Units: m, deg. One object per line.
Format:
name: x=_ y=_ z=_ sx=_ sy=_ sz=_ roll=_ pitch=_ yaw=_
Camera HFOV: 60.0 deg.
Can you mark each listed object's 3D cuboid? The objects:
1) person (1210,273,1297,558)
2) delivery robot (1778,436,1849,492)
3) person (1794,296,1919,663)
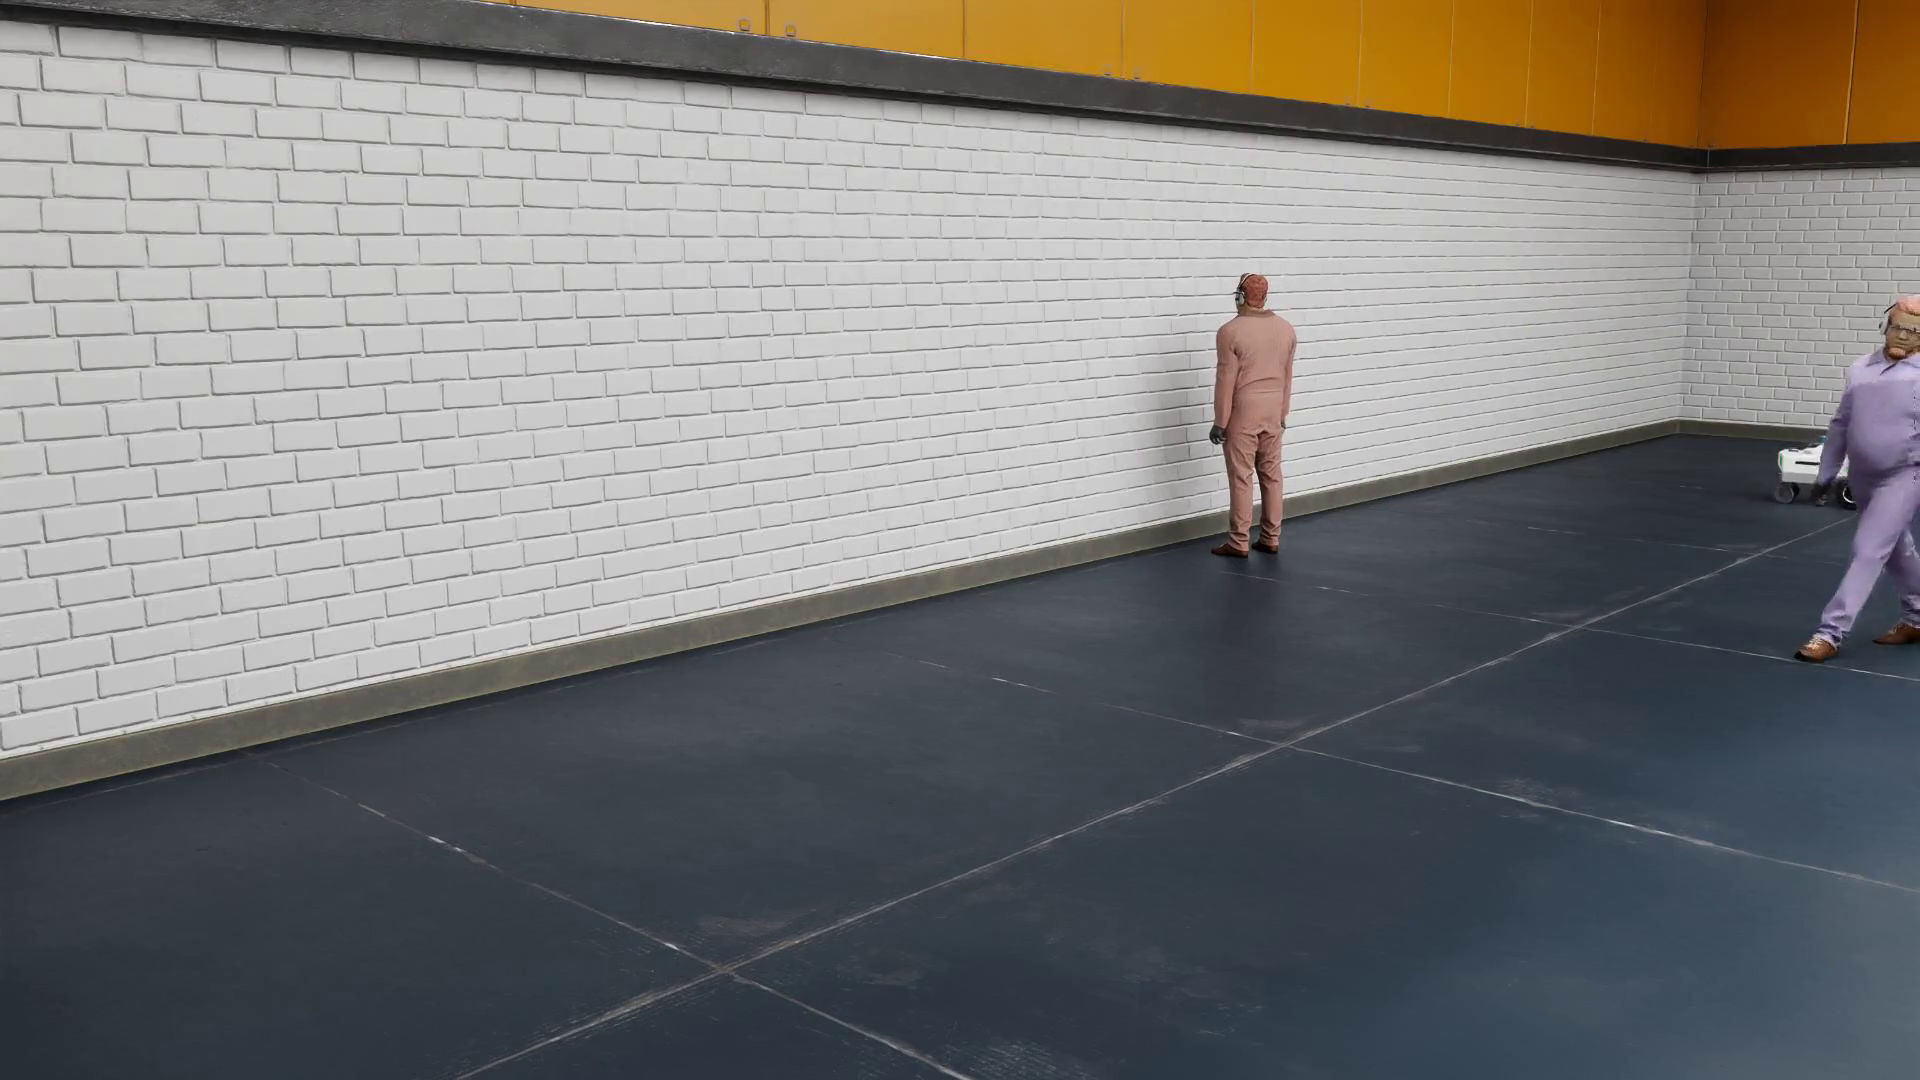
person: x=1.940 y=-0.831 z=11.195 sx=0.643 sy=1.910 sz=0.400 roll=-6 pitch=11 yaw=-29
delivery robot: x=7.019 y=-0.601 z=13.461 sx=0.707 sy=0.478 sz=0.477 roll=7 pitch=12 yaw=34
person: x=4.680 y=-0.307 z=8.403 sx=1.012 sy=1.844 sz=0.683 roll=-3 pitch=10 yaw=-15
